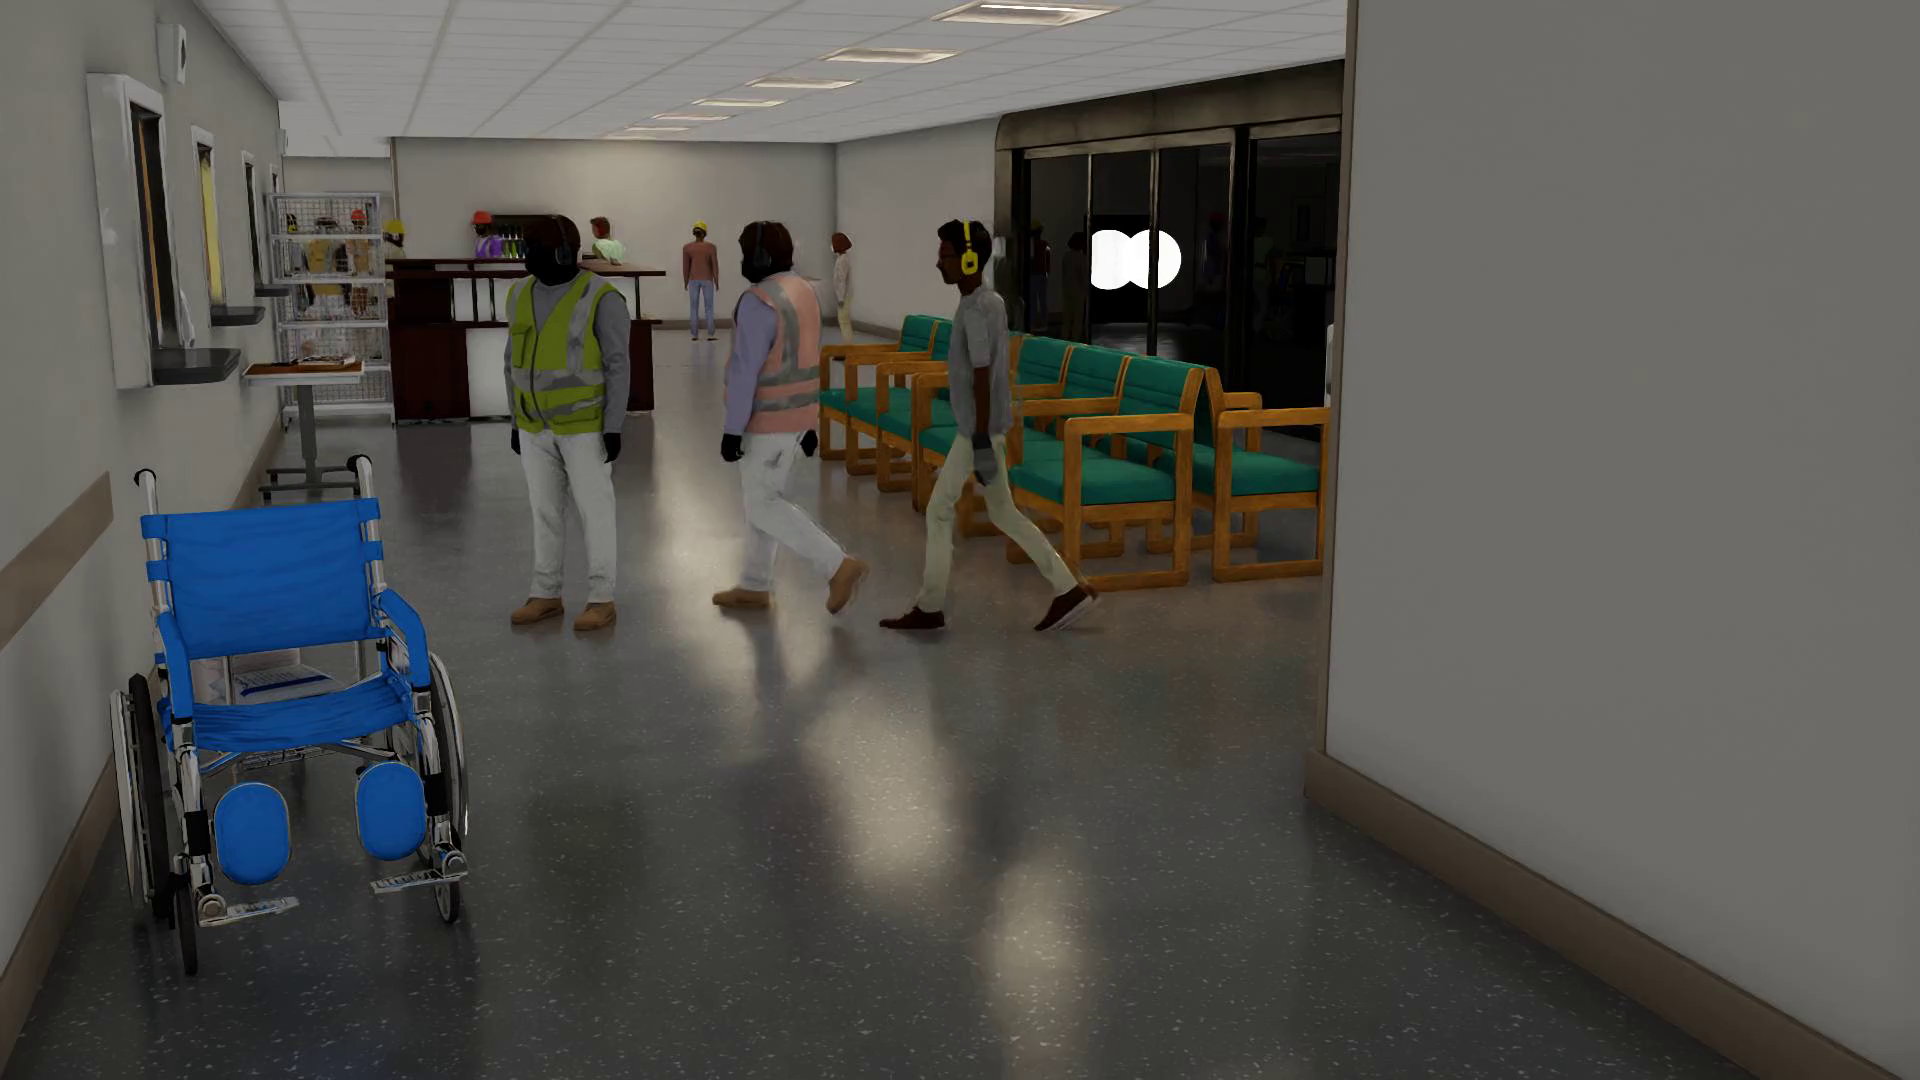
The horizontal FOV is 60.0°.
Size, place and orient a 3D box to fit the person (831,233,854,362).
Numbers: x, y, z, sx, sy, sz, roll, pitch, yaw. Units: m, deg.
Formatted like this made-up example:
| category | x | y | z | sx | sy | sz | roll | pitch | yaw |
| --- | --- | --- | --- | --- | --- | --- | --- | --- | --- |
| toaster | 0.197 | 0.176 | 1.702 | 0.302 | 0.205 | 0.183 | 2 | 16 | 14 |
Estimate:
| category | x | y | z | sx | sy | sz | roll | pitch | yaw |
| --- | --- | --- | --- | --- | --- | --- | --- | --- | --- |
| person | -1.498 | -3.094 | 21.203 | 0.286 | 1.627 | 0.504 | 0 | 11 | 0 |

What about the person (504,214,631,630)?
| category | x | y | z | sx | sy | sz | roll | pitch | yaw |
| --- | --- | --- | --- | --- | --- | --- | --- | --- | --- |
| person | -1.764 | -0.515 | 7.409 | 0.623 | 1.841 | 0.430 | 5 | 12 | 23 |

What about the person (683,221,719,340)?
| category | x | y | z | sx | sy | sz | roll | pitch | yaw |
| --- | --- | --- | --- | --- | --- | --- | --- | --- | --- |
| person | -3.835 | -3.841 | 24.670 | 0.533 | 1.765 | 0.331 | 1 | 11 | 3 |

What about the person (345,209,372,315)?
| category | x | y | z | sx | sy | sz | roll | pitch | yaw |
| --- | --- | --- | --- | --- | --- | --- | --- | --- | --- |
| person | -10.072 | -4.574 | 27.980 | 0.359 | 1.938 | 0.547 | 2 | 11 | 10 |

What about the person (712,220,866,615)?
| category | x | y | z | sx | sy | sz | roll | pitch | yaw |
| --- | --- | --- | --- | --- | --- | --- | --- | --- | --- |
| person | -0.801 | -0.534 | 7.562 | 0.760 | 1.818 | 0.632 | 3 | 11 | 15 |

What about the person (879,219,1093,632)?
| category | x | y | z | sx | sy | sz | roll | pitch | yaw |
| --- | --- | --- | --- | --- | --- | --- | --- | --- | --- |
| person | 0.134 | -0.476 | 7.267 | 0.925 | 1.832 | 0.533 | 2 | 11 | 12 |

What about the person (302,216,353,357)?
| category | x | y | z | sx | sy | sz | roll | pitch | yaw |
| --- | --- | --- | --- | --- | --- | --- | --- | --- | --- |
| person | -7.716 | -3.015 | 20.272 | 0.626 | 1.831 | 0.568 | 5 | 12 | 23 |

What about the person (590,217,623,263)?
| category | x | y | z | sx | sy | sz | roll | pitch | yaw |
| --- | --- | --- | --- | --- | --- | --- | --- | --- | --- |
| person | -4.358 | -3.078 | 20.600 | 0.457 | 1.820 | 0.584 | 4 | 12 | 19 |
